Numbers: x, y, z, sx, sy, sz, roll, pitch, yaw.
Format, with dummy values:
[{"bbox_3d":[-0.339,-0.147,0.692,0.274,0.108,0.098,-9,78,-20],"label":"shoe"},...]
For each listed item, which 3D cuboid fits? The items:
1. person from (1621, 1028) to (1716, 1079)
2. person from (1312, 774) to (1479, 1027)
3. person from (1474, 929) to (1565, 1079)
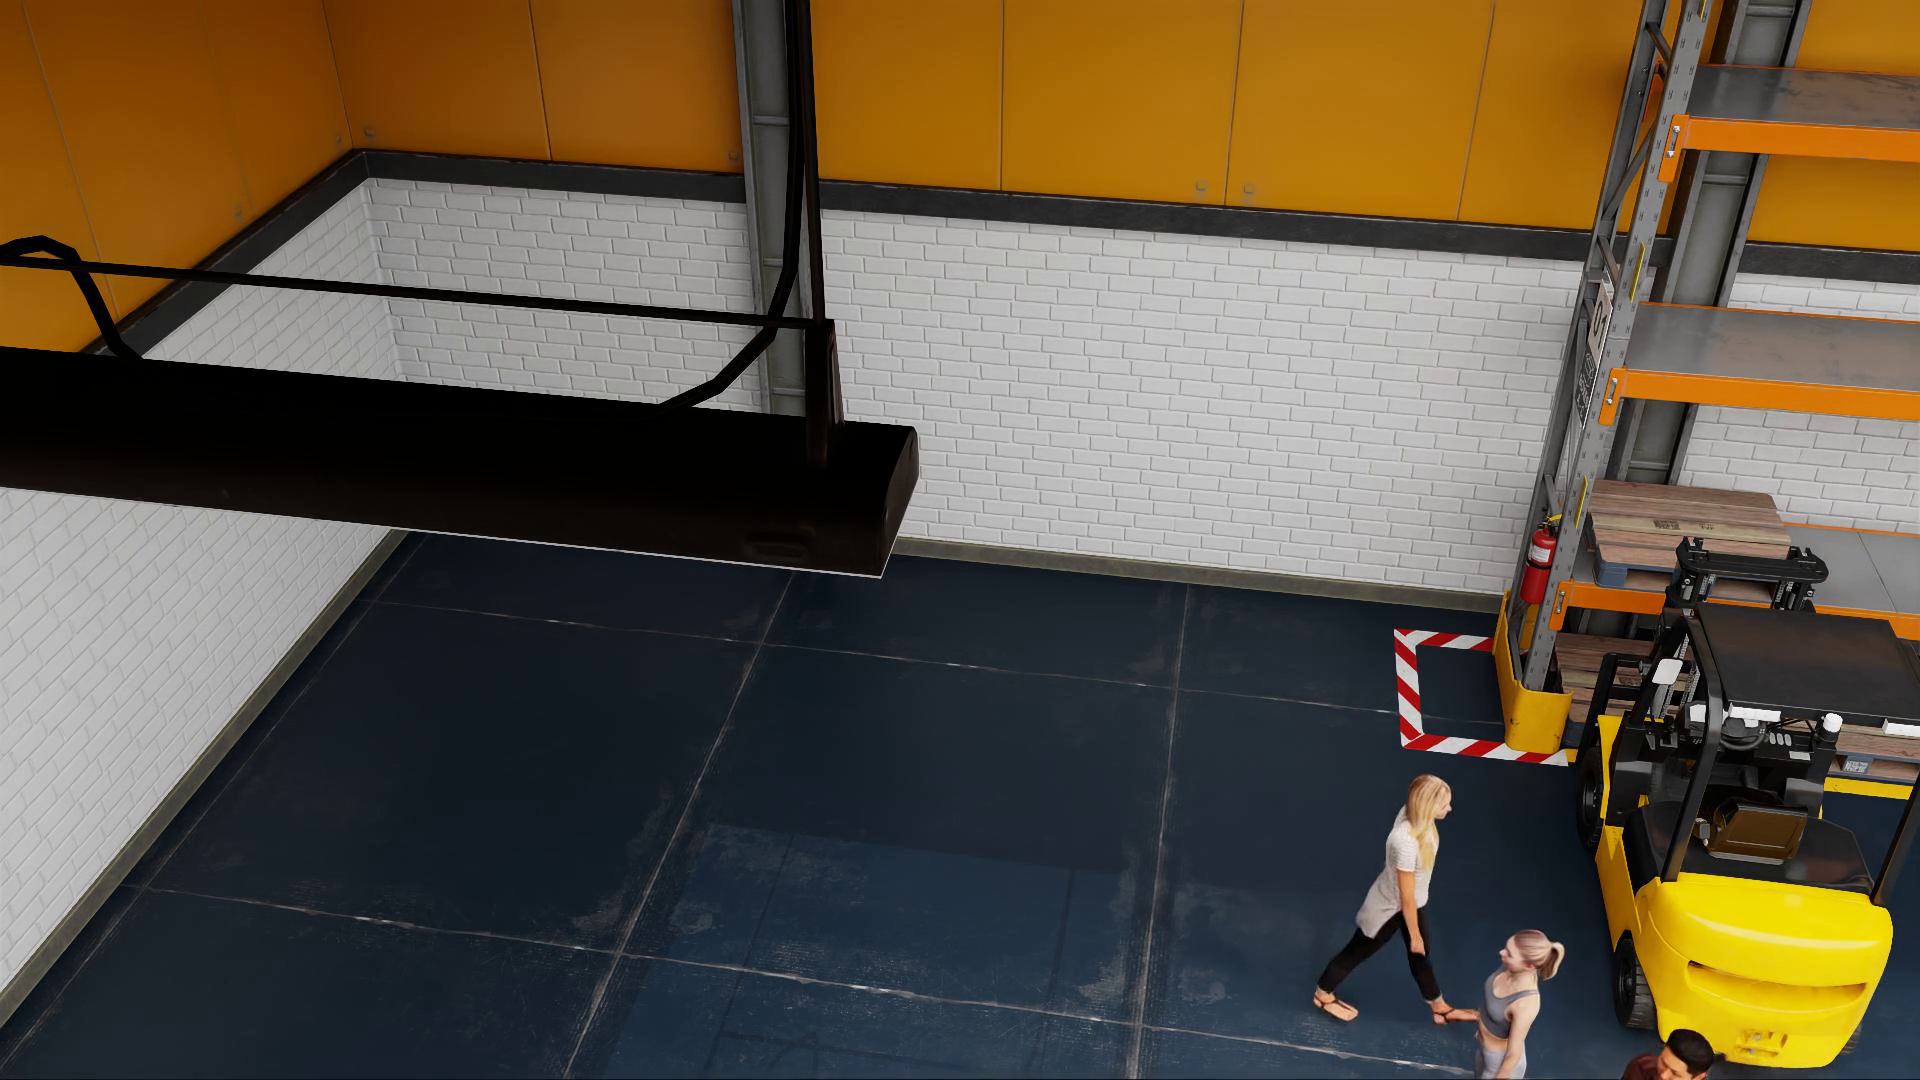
[{"bbox_3d":[3.119,2.771,7.424,1.225,1.749,1.048,-13,36,-18],"label":"person"},{"bbox_3d":[2.162,1.895,8.709,1.163,1.787,0.792,12,35,17],"label":"person"},{"bbox_3d":[2.572,2.465,7.924,0.533,1.706,0.554,5,34,7],"label":"person"}]
